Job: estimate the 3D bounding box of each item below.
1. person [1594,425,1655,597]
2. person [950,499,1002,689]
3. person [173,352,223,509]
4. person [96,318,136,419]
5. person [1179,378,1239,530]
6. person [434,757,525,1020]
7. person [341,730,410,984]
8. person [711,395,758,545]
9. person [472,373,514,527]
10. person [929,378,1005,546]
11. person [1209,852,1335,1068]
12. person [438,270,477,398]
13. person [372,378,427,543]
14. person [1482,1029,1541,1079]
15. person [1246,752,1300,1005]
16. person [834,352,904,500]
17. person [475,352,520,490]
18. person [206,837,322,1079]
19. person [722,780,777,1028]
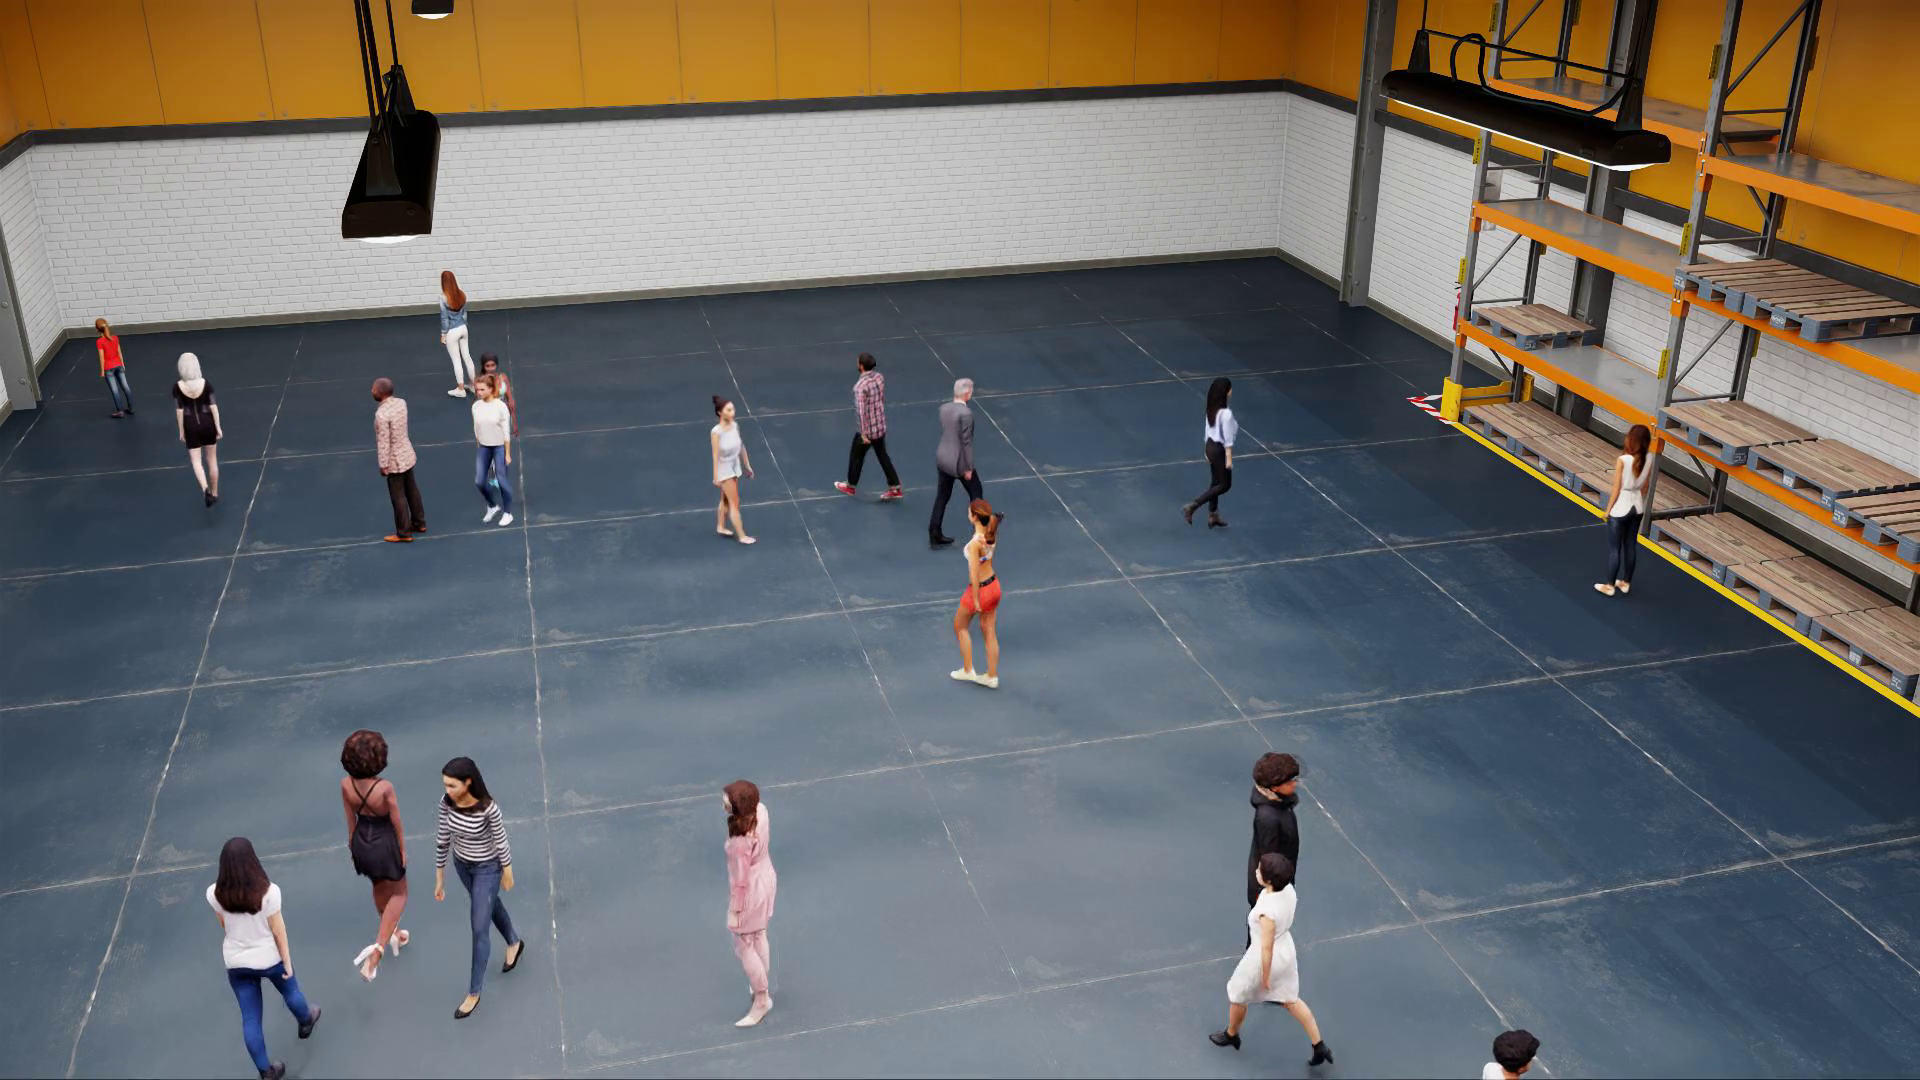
[{"bbox_3d":[6.613,-0.295,16.481,0.597,1.785,0.520,-7,25,-15],"label":"person"},{"bbox_3d":[0.266,0.500,14.675,0.818,1.775,0.753,17,29,34],"label":"person"},{"bbox_3d":[-8.437,-1.176,18.462,0.691,1.812,0.970,-10,26,-23],"label":"person"},{"bbox_3d":[-10.950,-2.233,21.507,0.617,1.310,0.555,12,26,26],"label":"person"},{"bbox_3d":[2.699,-0.890,17.911,0.706,1.730,0.773,-7,25,-16],"label":"person"},{"bbox_3d":[-3.099,2.157,10.915,0.976,1.751,1.119,8,25,18],"label":"person"},{"bbox_3d":[-3.873,2.118,10.980,0.798,1.770,1.028,4,24,8],"label":"person"},{"bbox_3d":[-2.553,-0.769,17.807,0.913,1.592,0.869,11,26,24],"label":"person"},{"bbox_3d":[-5.050,-0.997,18.180,0.725,1.711,0.750,5,24,11],"label":"person"},{"bbox_3d":[-0.111,-0.778,17.593,1.162,1.780,1.250,-17,29,-34],"label":"person"},{"bbox_3d":[1.977,2.601,10.189,1.070,1.519,0.949,17,29,34],"label":"person"},{"bbox_3d":[-6.733,-2.762,22.232,0.736,1.700,0.674,13,27,27],"label":"person"},{"bbox_3d":[-5.999,-0.869,17.770,0.836,1.805,0.698,5,24,11],"label":"person"},{"bbox_3d":[2.952,3.213,9.115,0.579,1.257,0.467,-11,26,-23],"label":"person"},{"bbox_3d":[2.013,2.173,10.841,0.785,1.781,0.691,5,24,11],"label":"person"},{"bbox_3d":[-0.947,-1.250,18.729,1.218,1.735,1.115,16,28,32],"label":"person"},{"bbox_3d":[-5.324,-1.346,19.012,0.796,1.684,1.067,-17,29,-34],"label":"person"},{"bbox_3d":[-4.252,2.613,9.989,0.700,1.657,0.994,-2,24,-5],"label":"person"},{"bbox_3d":[-1.325,2.257,10.644,0.807,1.785,0.674,14,27,29],"label":"person"}]
